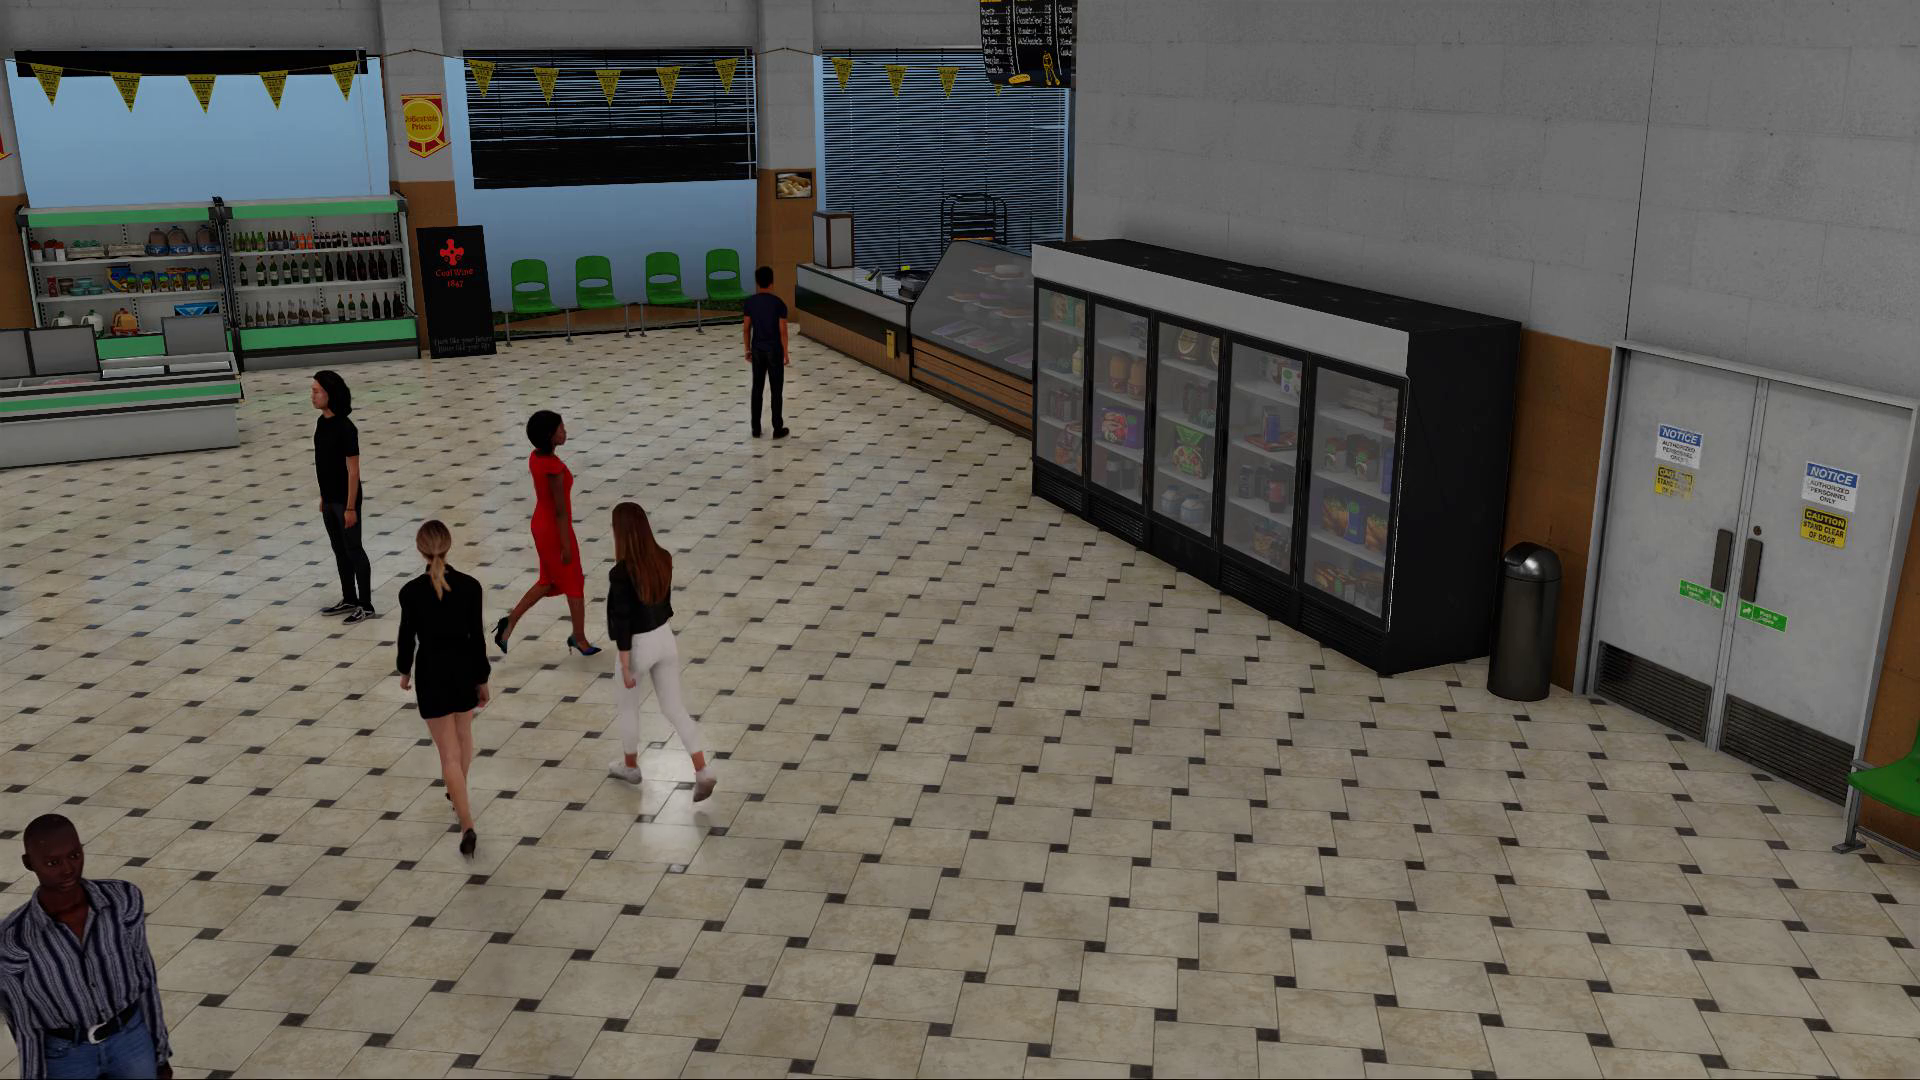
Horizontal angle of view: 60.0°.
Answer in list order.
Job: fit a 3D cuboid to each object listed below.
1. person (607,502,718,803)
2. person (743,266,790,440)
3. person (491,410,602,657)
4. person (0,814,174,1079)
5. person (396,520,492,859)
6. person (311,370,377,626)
[{"bbox_3d":[-1.643,0.638,9.046,1.124,1.669,0.930,-16,23,-42],"label":"person"},{"bbox_3d":[-2.031,-1.962,17.411,0.726,1.784,0.804,4,17,14],"label":"person"},{"bbox_3d":[-2.772,0.004,11.038,1.004,1.725,0.691,-11,20,-33],"label":"person"},{"bbox_3d":[-2.797,1.694,5.356,0.752,1.792,0.624,13,21,37],"label":"person"},{"bbox_3d":[-2.587,0.787,8.431,0.936,1.741,0.706,-10,20,-30],"label":"person"},{"bbox_3d":[-4.437,-0.327,11.935,0.703,1.836,0.669,15,23,41],"label":"person"}]
